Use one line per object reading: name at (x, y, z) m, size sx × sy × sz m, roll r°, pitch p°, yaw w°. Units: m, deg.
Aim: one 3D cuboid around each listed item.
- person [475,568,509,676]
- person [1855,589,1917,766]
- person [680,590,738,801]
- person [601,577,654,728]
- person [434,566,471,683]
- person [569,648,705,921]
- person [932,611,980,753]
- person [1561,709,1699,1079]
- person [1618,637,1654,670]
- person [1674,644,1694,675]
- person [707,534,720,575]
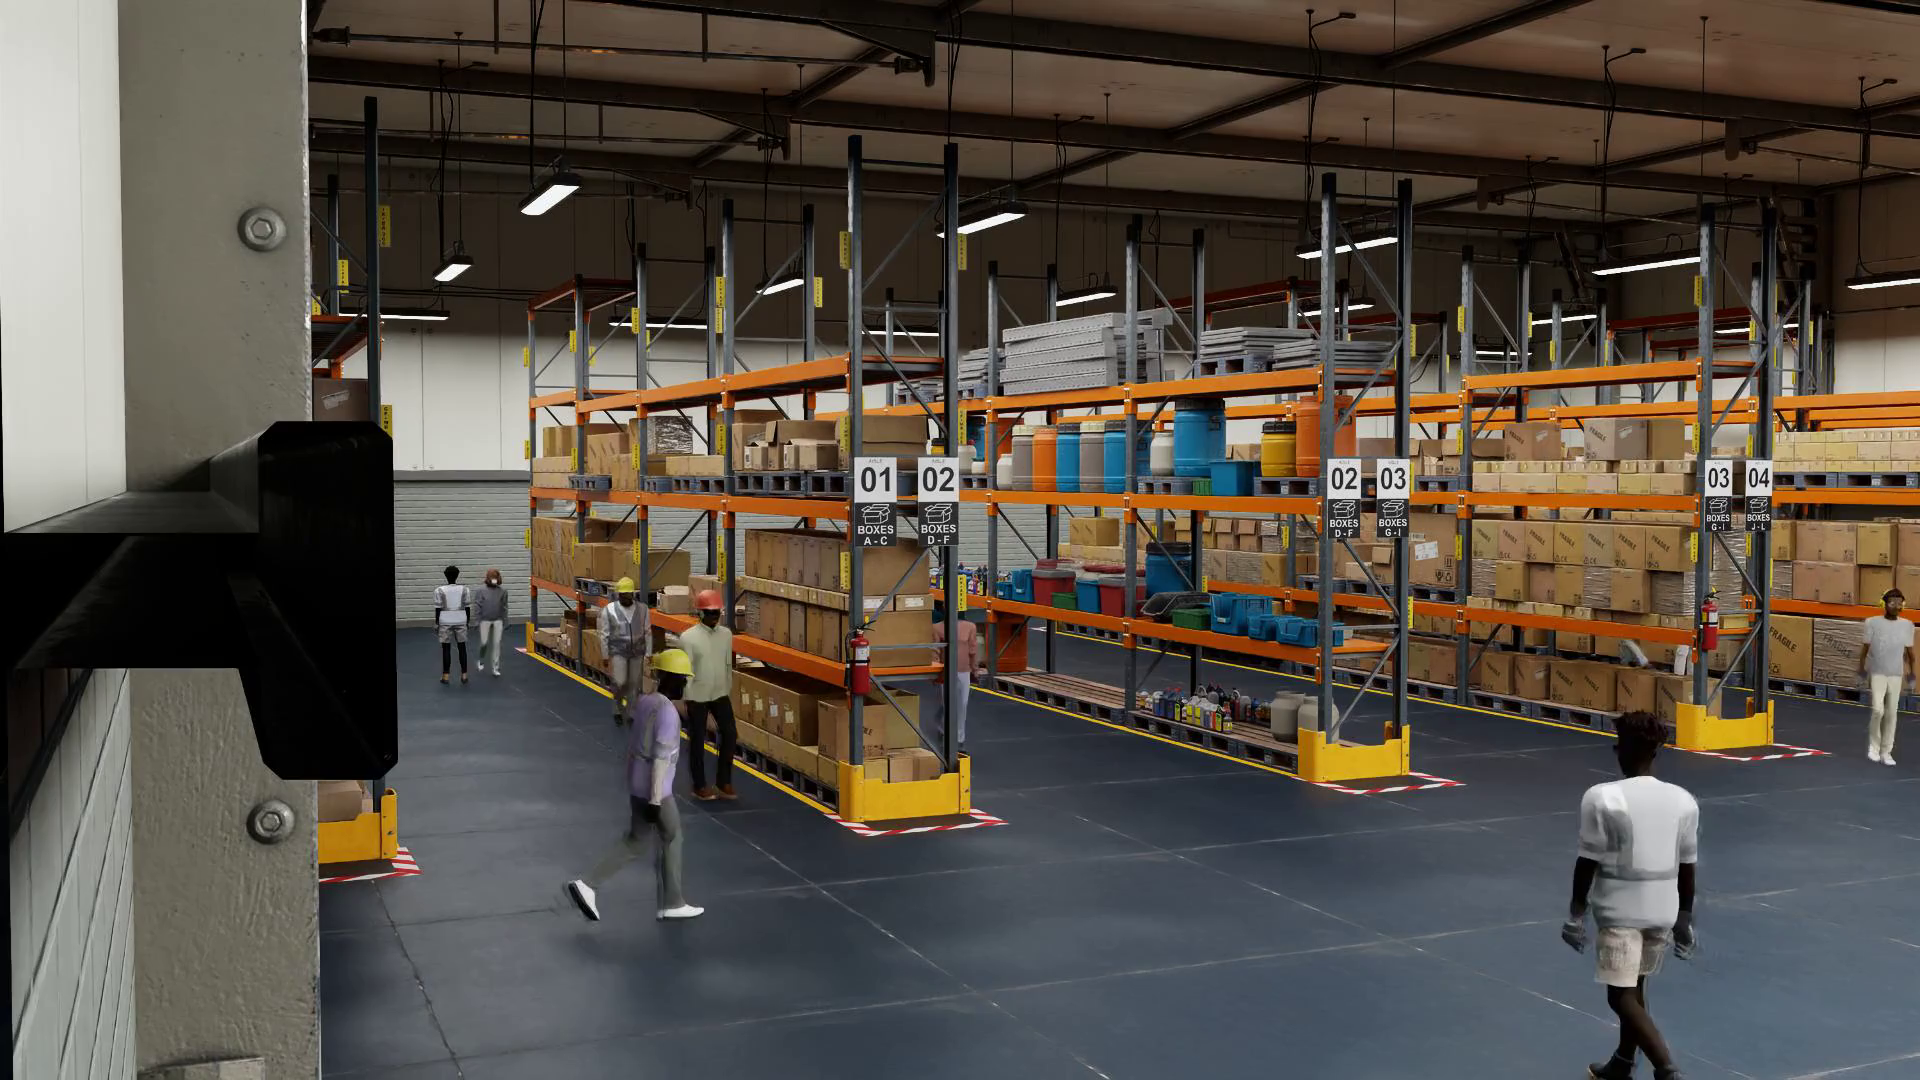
person at (-7.063, 1.223, 26.977) m, size 0.525 × 1.617 × 0.491 m, roll -1°, pitch 3°, yaw -30°
person at (9.673, 1.428, 18.686) m, size 0.559 × 1.851 × 0.426 m, roll 0°, pitch 2°, yaw 10°
person at (-2.314, 1.447, 16.632) m, size 0.621 × 1.969 × 0.615 m, roll -2°, pitch 3°, yaw -39°
person at (-3.975, 1.347, 21.436) m, size 0.597 × 1.813 × 0.428 m, roll -1°, pitch 2°, yaw -26°
person at (-7.390, 1.221, 26.093) m, size 0.540 × 1.697 × 0.317 m, roll -1°, pitch 2°, yaw -28°
person at (-2.196, 1.676, 12.185) m, size 0.852 × 1.874 × 0.600 m, roll -1°, pitch 3°, yaw -31°
person at (-0.051, 1.448, 19.545) m, size 0.529 × 1.755 × 0.362 m, roll -1°, pitch 2°, yaw -16°
person at (3.265, 1.781, 8.560) m, size 0.615 × 1.935 × 0.903 m, roll -1°, pitch 2°, yaw -18°
person at (9.866, 1.110, 26.272) m, size 0.630 × 1.914 × 0.875 m, roll -1°, pitch 2°, yaw -26°
person at (9.962, 1.194, 24.426) m, size 0.584 × 1.882 × 0.337 m, roll -1°, pitch 2°, yaw -25°
person at (-4.793, 0.798, 35.300) m, size 0.783 × 1.845 × 0.530 m, roll -2°, pitch 3°, yaw -39°
